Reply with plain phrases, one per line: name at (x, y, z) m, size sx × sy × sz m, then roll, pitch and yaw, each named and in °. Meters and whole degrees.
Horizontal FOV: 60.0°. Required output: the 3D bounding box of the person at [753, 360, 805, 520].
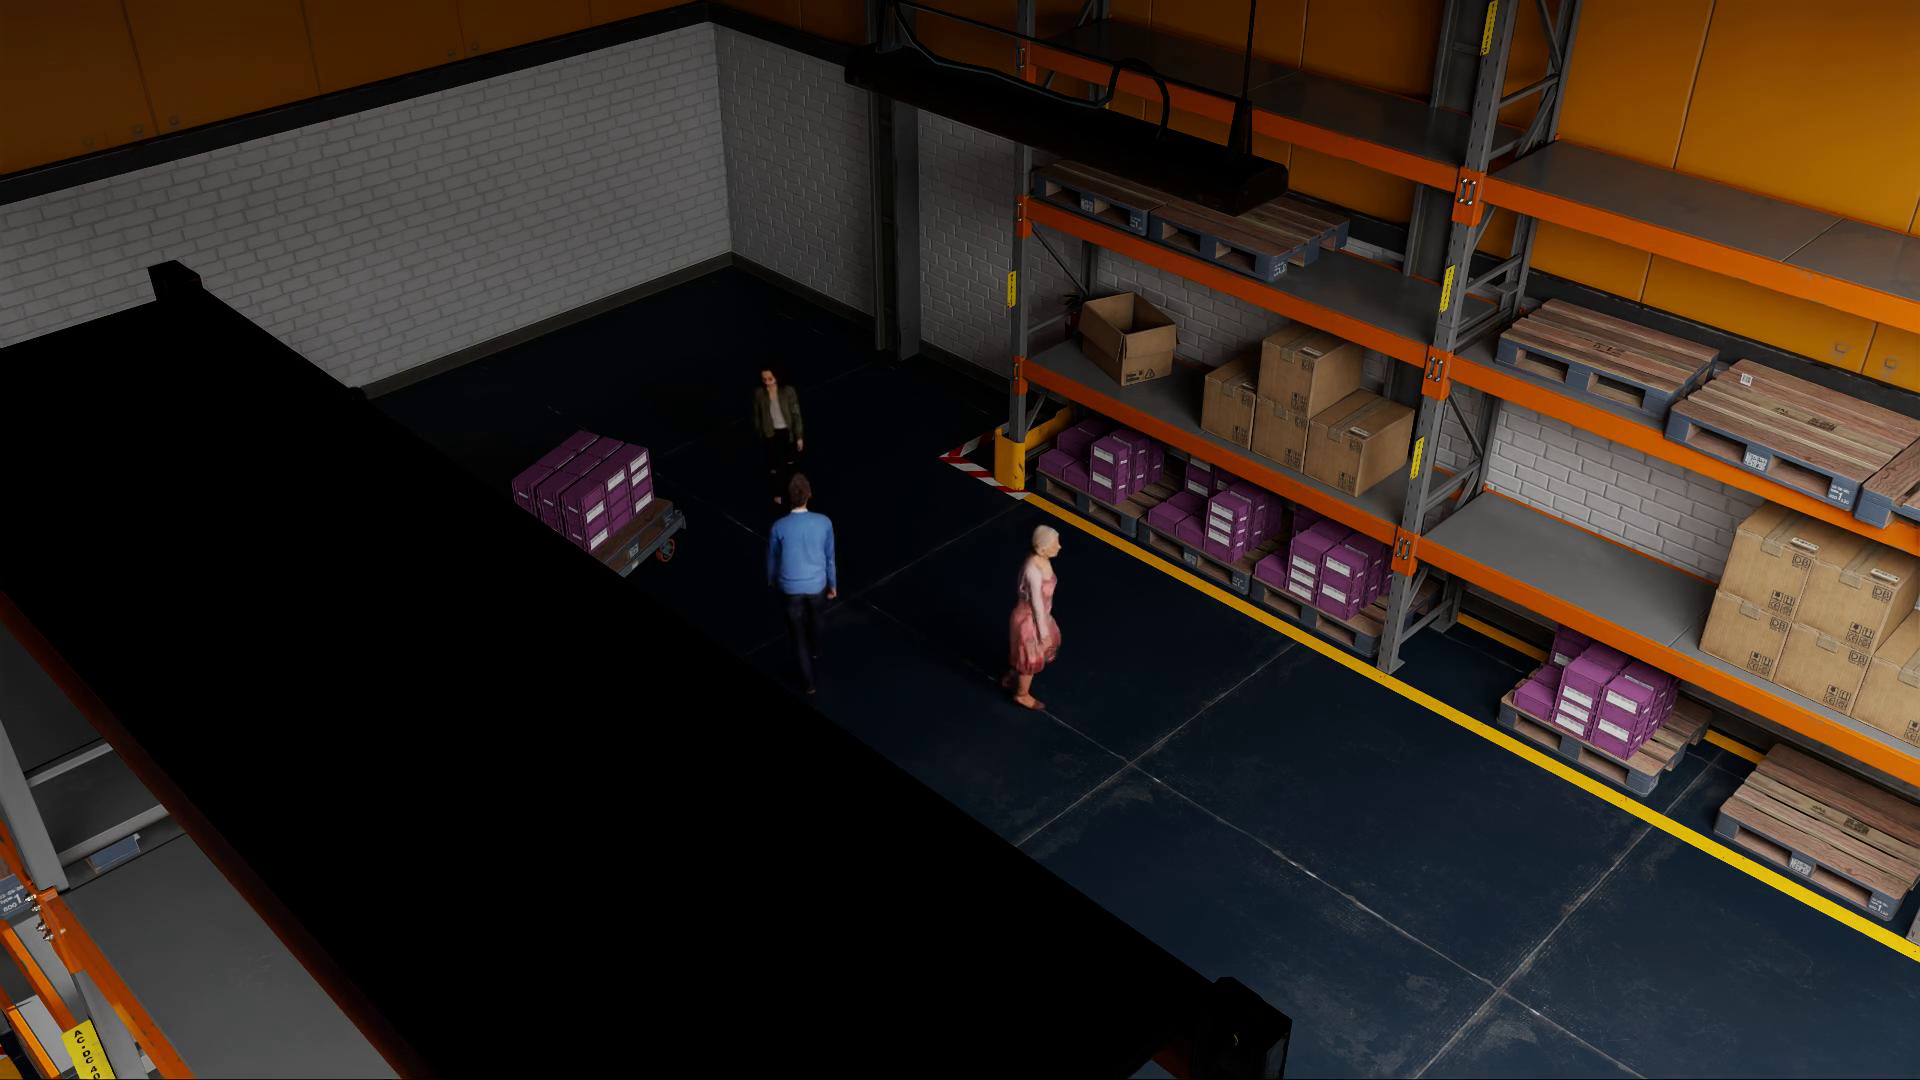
person at (-1.588, -0.976, 14.758) m, size 0.875 × 1.448 × 0.945 m, roll -3°, pitch 34°, yaw -5°

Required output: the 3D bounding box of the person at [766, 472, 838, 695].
person at (-1.162, 0.366, 12.427) m, size 0.899 × 1.795 × 1.045 m, roll -11°, pitch 35°, yaw -16°

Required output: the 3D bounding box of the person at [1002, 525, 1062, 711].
person at (0.441, 0.584, 12.205) m, size 0.806 × 1.676 × 0.747 m, roll 4°, pitch 34°, yaw 6°
